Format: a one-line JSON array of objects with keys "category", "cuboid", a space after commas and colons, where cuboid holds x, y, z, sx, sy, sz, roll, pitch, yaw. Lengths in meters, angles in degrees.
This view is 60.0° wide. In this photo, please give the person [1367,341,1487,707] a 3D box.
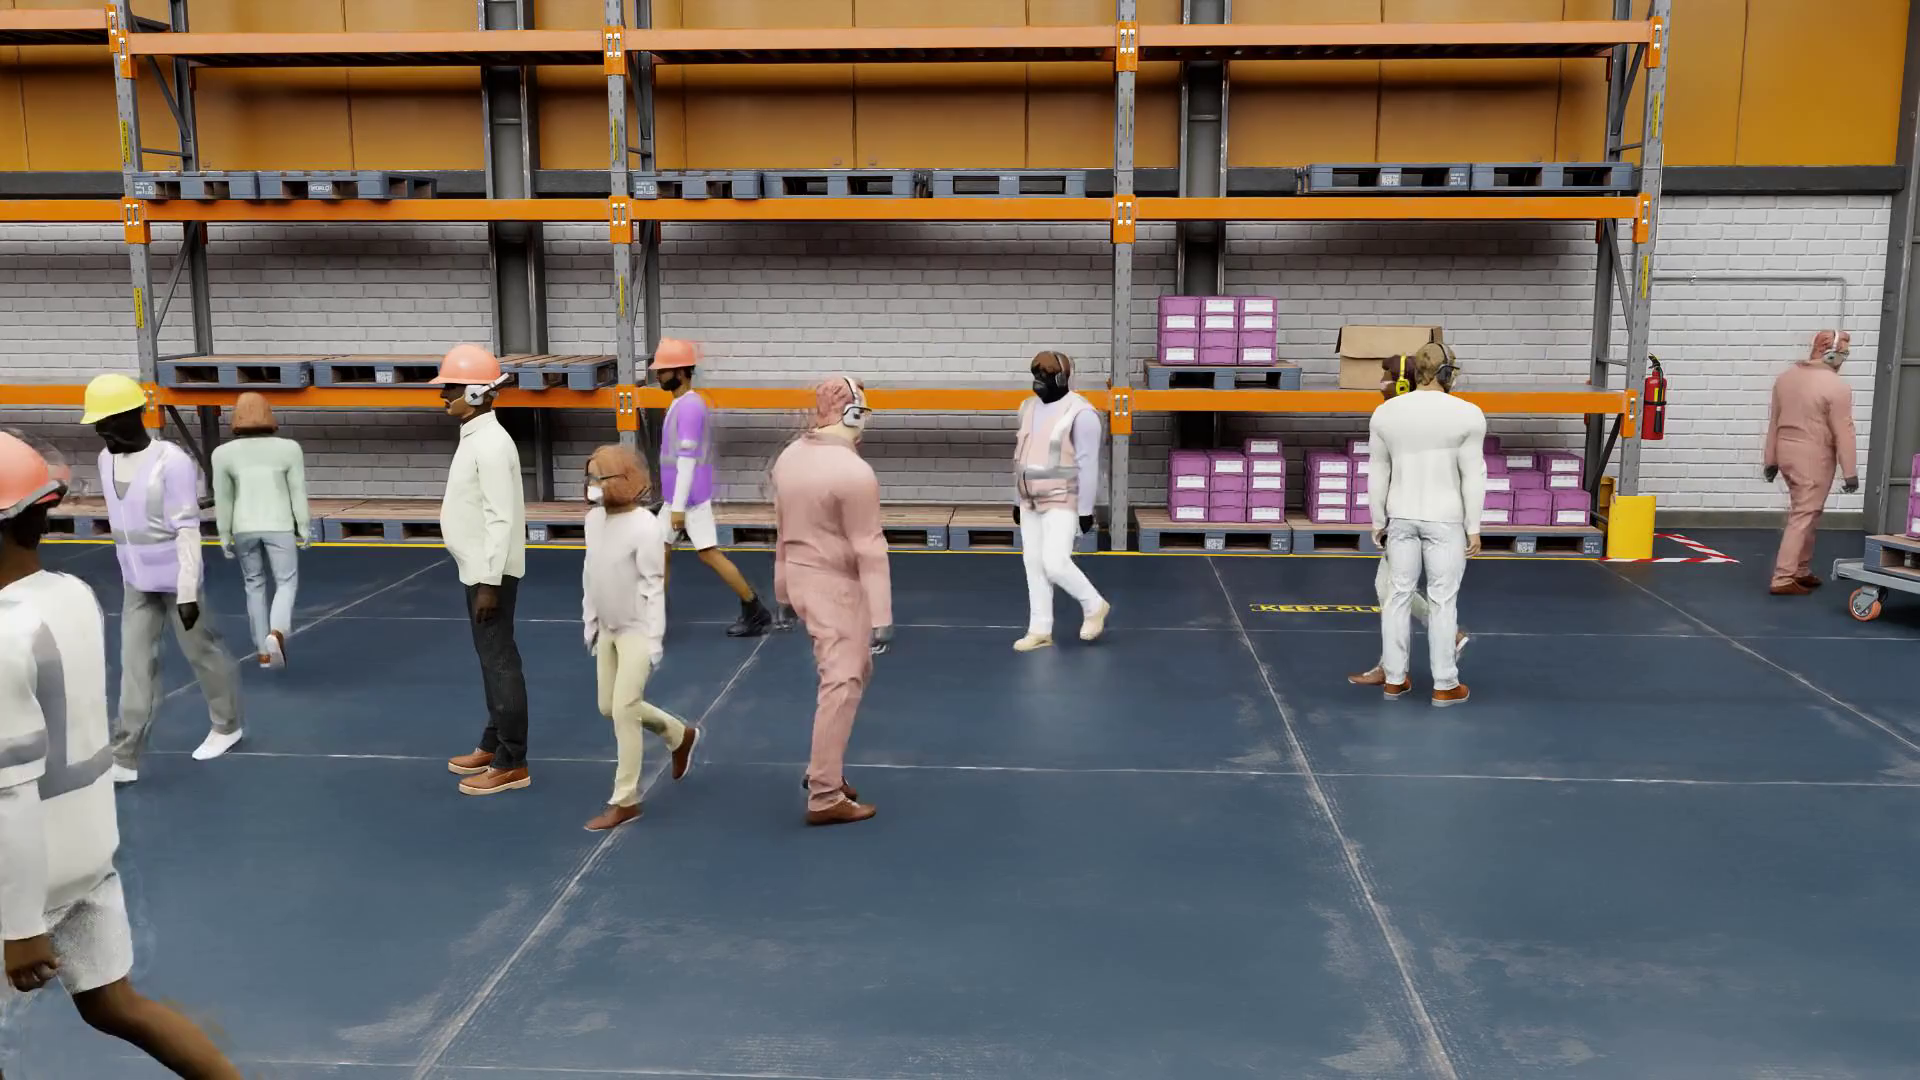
[{"category": "person", "cuboid": [2.473, -0.084, 8.844, 0.628, 1.936, 0.377, 7, 12, 36]}]

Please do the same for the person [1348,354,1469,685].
[{"category": "person", "cuboid": [2.475, -0.087, 9.125, 0.528, 1.852, 0.522, 3, 10, 19]}]

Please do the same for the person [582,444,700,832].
[{"category": "person", "cuboid": [-1.359, 0.383, 7.053, 0.502, 1.607, 0.632, 9, 13, 41]}]

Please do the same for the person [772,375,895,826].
[{"category": "person", "cuboid": [-0.491, 0.256, 6.987, 0.500, 1.881, 0.682, -7, 12, -34]}]

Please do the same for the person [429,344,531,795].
[{"category": "person", "cuboid": [-2.127, 0.128, 7.420, 0.378, 1.996, 0.611, -4, 10, -21]}]

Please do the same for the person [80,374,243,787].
[{"category": "person", "cuboid": [-3.673, 0.171, 7.586, 0.612, 1.863, 0.960, 4, 10, 22]}]

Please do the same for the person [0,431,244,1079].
[{"category": "person", "cuboid": [-2.082, 0.730, 3.888, 0.994, 2.008, 0.621, -1, 10, -8]}]

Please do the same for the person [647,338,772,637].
[{"category": "person", "cuboid": [-1.648, -0.300, 10.248, 0.996, 1.896, 0.557, -3, 10, -19]}]

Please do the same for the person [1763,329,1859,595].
[{"category": "person", "cuboid": [6.014, -0.527, 11.619, 0.674, 1.877, 0.676, -2, 10, -11]}]

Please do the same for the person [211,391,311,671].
[{"category": "person", "cuboid": [-3.985, -0.037, 9.482, 0.499, 1.615, 0.608, -2, 10, -14]}]

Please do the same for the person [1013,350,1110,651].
[{"category": "person", "cuboid": [0.585, -0.228, 10.022, 0.520, 1.830, 0.631, -7, 12, -36]}]
